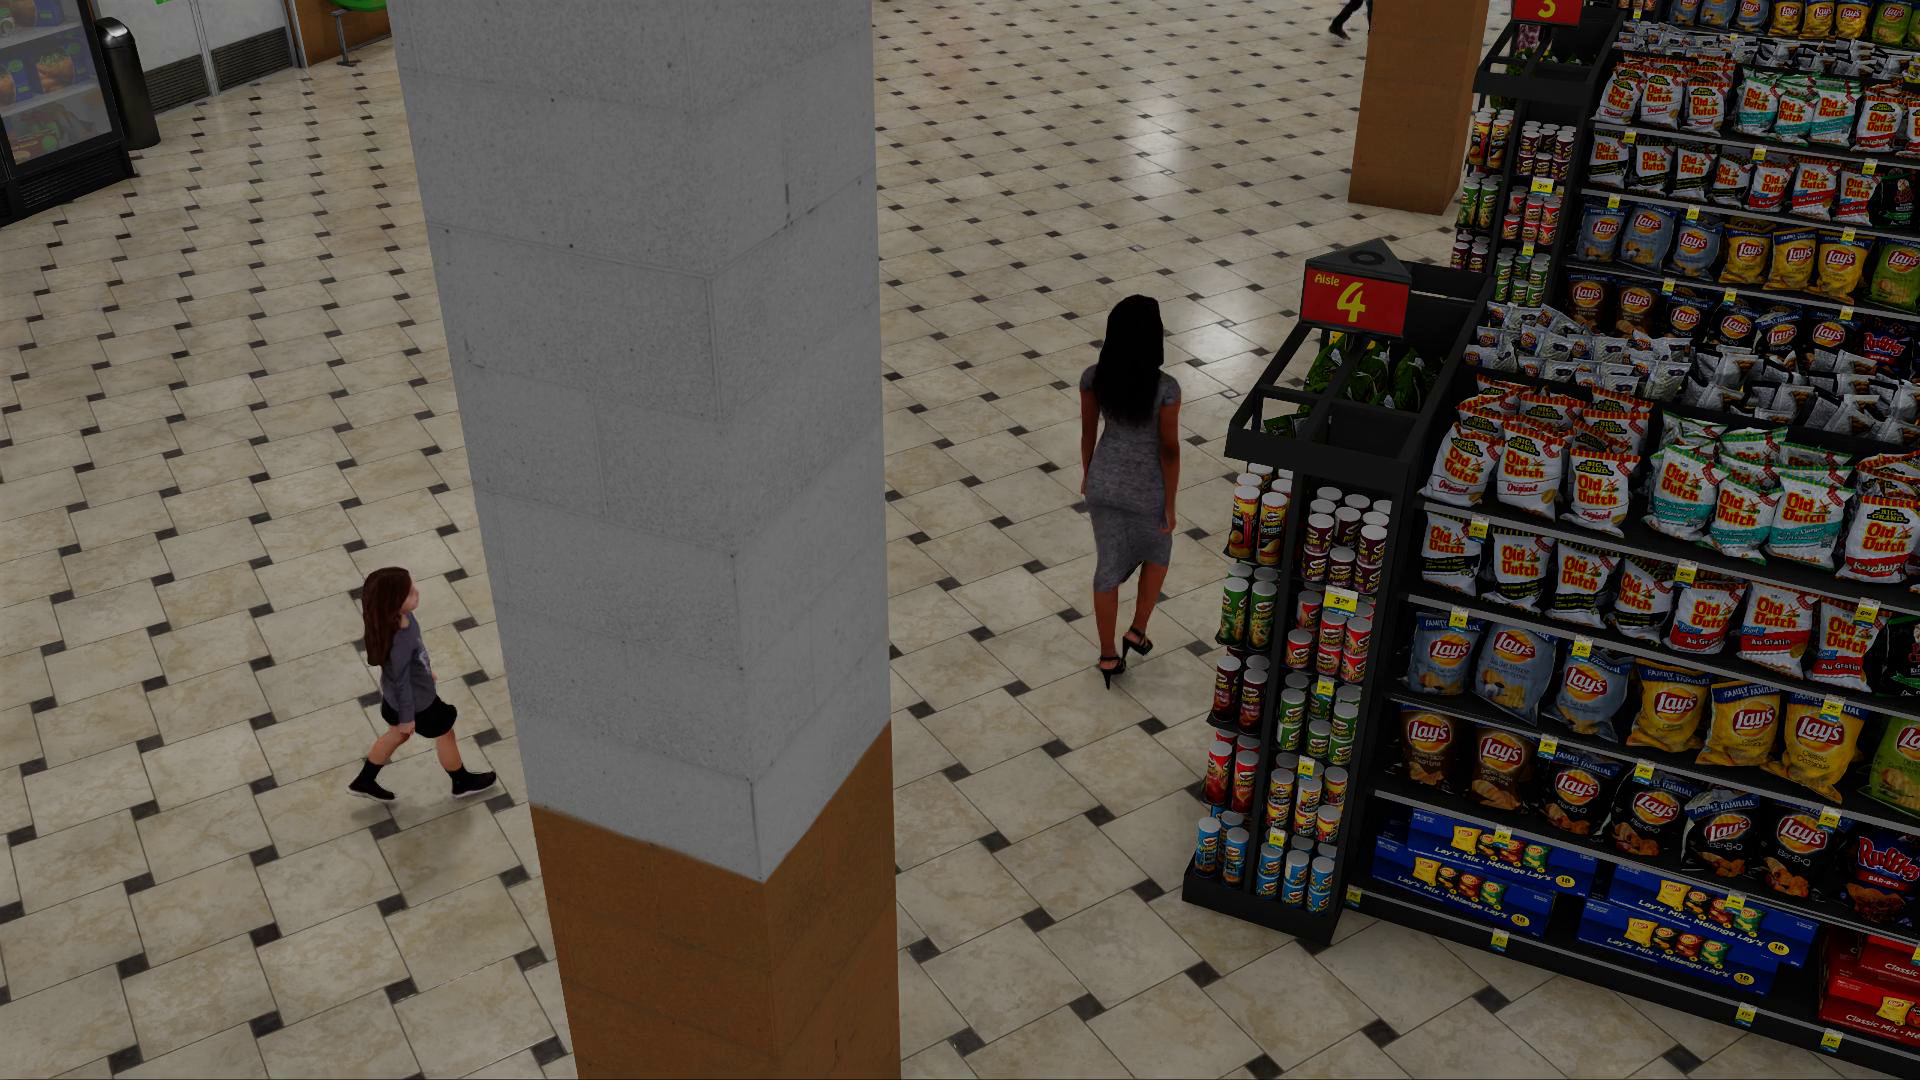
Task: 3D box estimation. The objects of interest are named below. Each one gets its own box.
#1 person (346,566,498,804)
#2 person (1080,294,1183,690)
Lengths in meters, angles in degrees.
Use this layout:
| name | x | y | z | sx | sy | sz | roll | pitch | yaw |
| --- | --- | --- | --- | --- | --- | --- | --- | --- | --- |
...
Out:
| name | x | y | z | sx | sy | sz | roll | pitch | yaw |
| --- | --- | --- | --- | --- | --- | --- | --- | --- | --- |
| person | -2.159 | 0.578 | 6.337 | 0.804 | 1.088 | 0.773 | -14 | 35 | -22 |
| person | 0.663 | -0.129 | 6.828 | 0.584 | 1.770 | 0.676 | 12 | 34 | 18 |
